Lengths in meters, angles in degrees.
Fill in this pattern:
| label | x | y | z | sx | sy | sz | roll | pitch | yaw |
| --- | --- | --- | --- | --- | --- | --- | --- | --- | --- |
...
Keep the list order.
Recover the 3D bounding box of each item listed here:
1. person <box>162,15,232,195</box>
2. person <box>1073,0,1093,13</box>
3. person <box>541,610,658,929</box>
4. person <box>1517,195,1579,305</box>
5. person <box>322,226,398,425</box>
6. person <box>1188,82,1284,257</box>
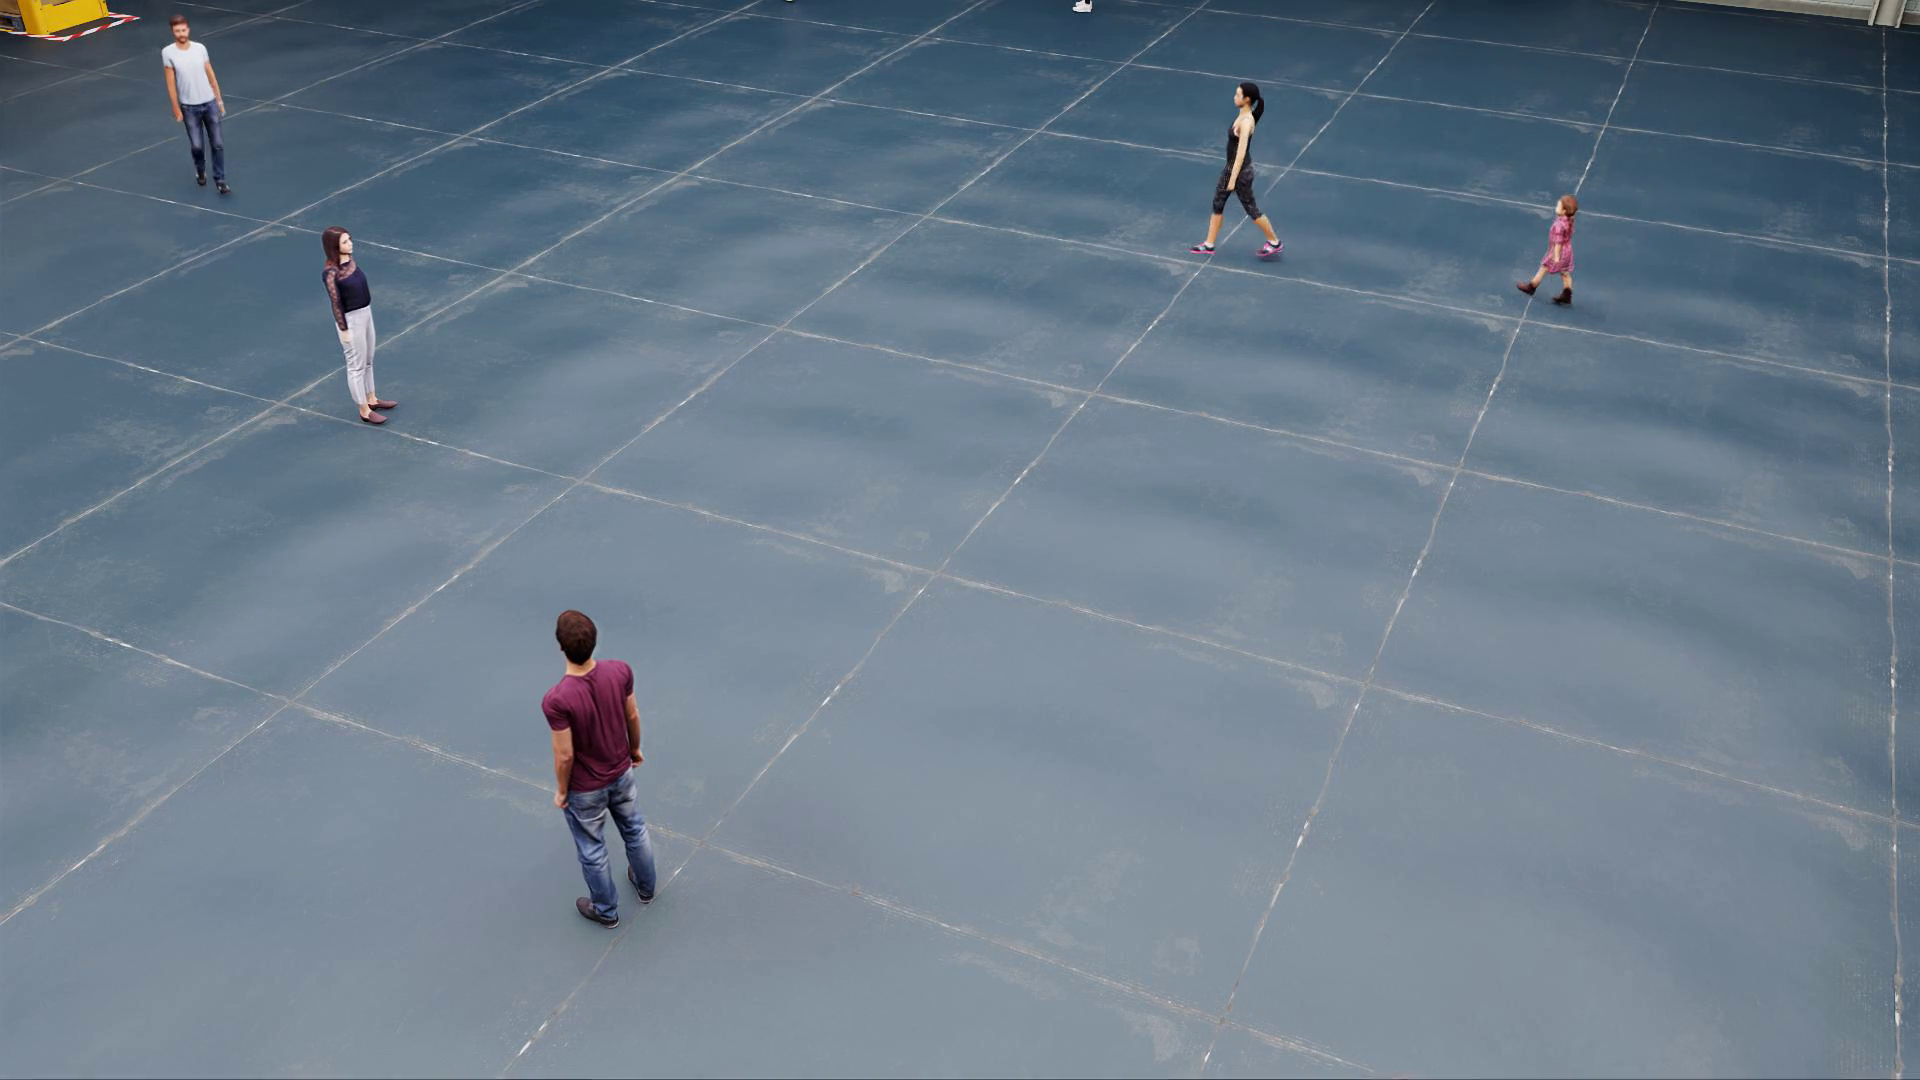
| label | x | y | z | sx | sy | sz | roll | pitch | yaw |
| --- | --- | --- | --- | --- | --- | --- | --- | --- | --- |
| person | -7.975 | -4.558 | 17.374 | 0.809 | 1.856 | 0.882 | -21 | 38 | -30 |
| person | 1.804 | -8.394 | 23.561 | 0.583 | 1.743 | 0.604 | 9 | 33 | 14 |
| person | -1.815 | 1.151 | 8.330 | 0.663 | 1.851 | 0.727 | 28 | 42 | 37 |
| person | 5.486 | -2.618 | 15.099 | 0.784 | 1.003 | 0.577 | 27 | 41 | 36 |
| person | -4.740 | -1.702 | 13.079 | 0.662 | 1.608 | 0.675 | 1 | 32 | 1 |
| person | 2.756 | -3.459 | 15.794 | 1.197 | 1.684 | 0.855 | 2 | 32 | 4 |
